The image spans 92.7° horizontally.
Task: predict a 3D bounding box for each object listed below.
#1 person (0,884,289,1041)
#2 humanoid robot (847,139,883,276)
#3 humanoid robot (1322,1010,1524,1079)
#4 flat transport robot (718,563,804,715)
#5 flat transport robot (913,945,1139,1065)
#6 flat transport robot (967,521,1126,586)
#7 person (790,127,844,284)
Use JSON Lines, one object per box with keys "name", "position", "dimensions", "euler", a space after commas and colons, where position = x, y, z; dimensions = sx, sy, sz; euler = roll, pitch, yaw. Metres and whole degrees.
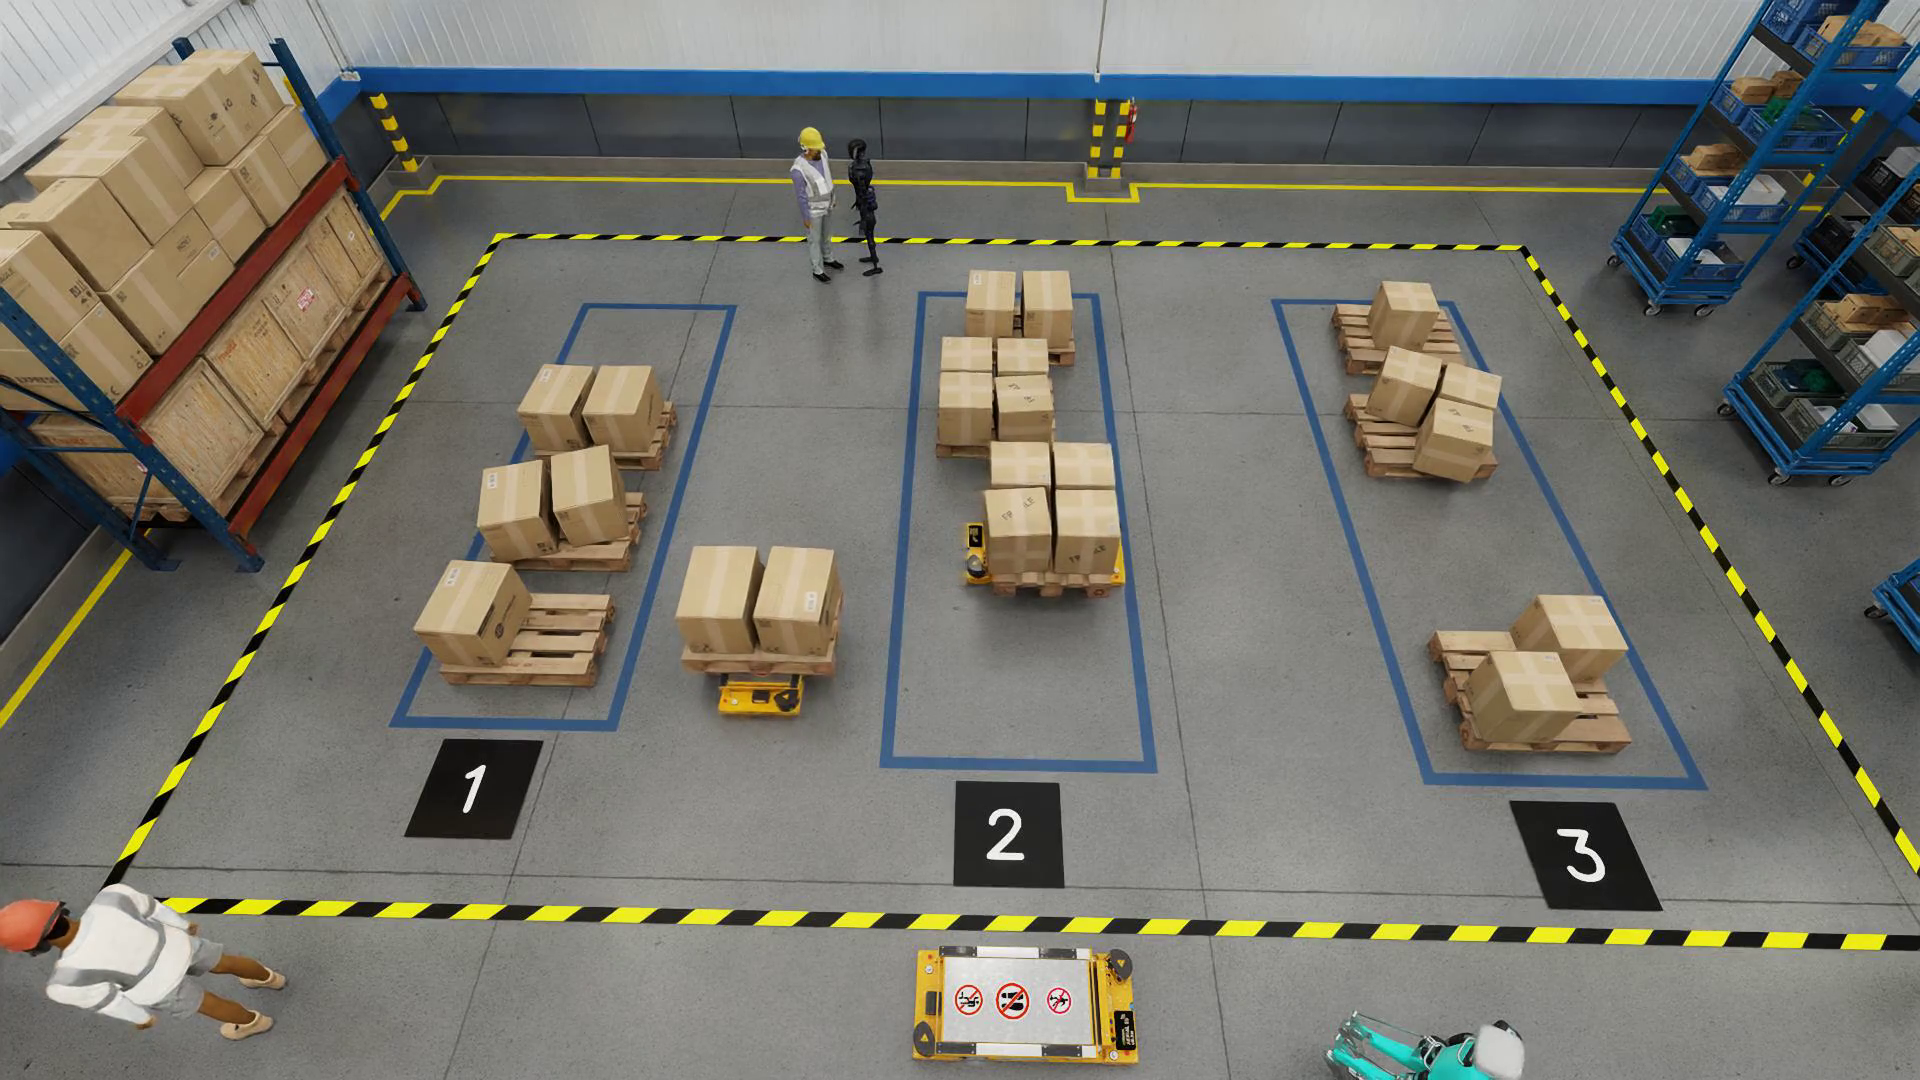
{"name": "person", "position": [-4.682, 2.488, 5.321], "dimensions": [0.394, 2.034, 0.604], "euler": [-1, 51, -1]}
{"name": "humanoid robot", "position": [-1.125, -3.893, 10.740], "dimensions": [0.315, 1.657, 0.599], "euler": [-7, 51, -6]}
{"name": "humanoid robot", "position": [2.439, 2.857, 5.120], "dimensions": [0.533, 1.681, 0.735], "euler": [-36, 59, -26]}
{"name": "flat transport robot", "position": [-1.612, 0.806, 7.811], "dimensions": [0.652, 0.197, 1.431], "euler": [1, 51, 1]}
{"name": "flat transport robot", "position": [0.422, 3.041, 6.007], "dimensions": [1.431, 0.231, 0.659], "euler": [1, 51, 1]}
{"name": "flat transport robot", "position": [0.782, 0.092, 8.393], "dimensions": [1.431, 0.197, 0.652], "euler": [1, 51, 1]}
{"name": "person", "position": [-1.642, -3.881, 10.639], "dimensions": [0.404, 1.834, 0.588], "euler": [22, 54, 17]}
